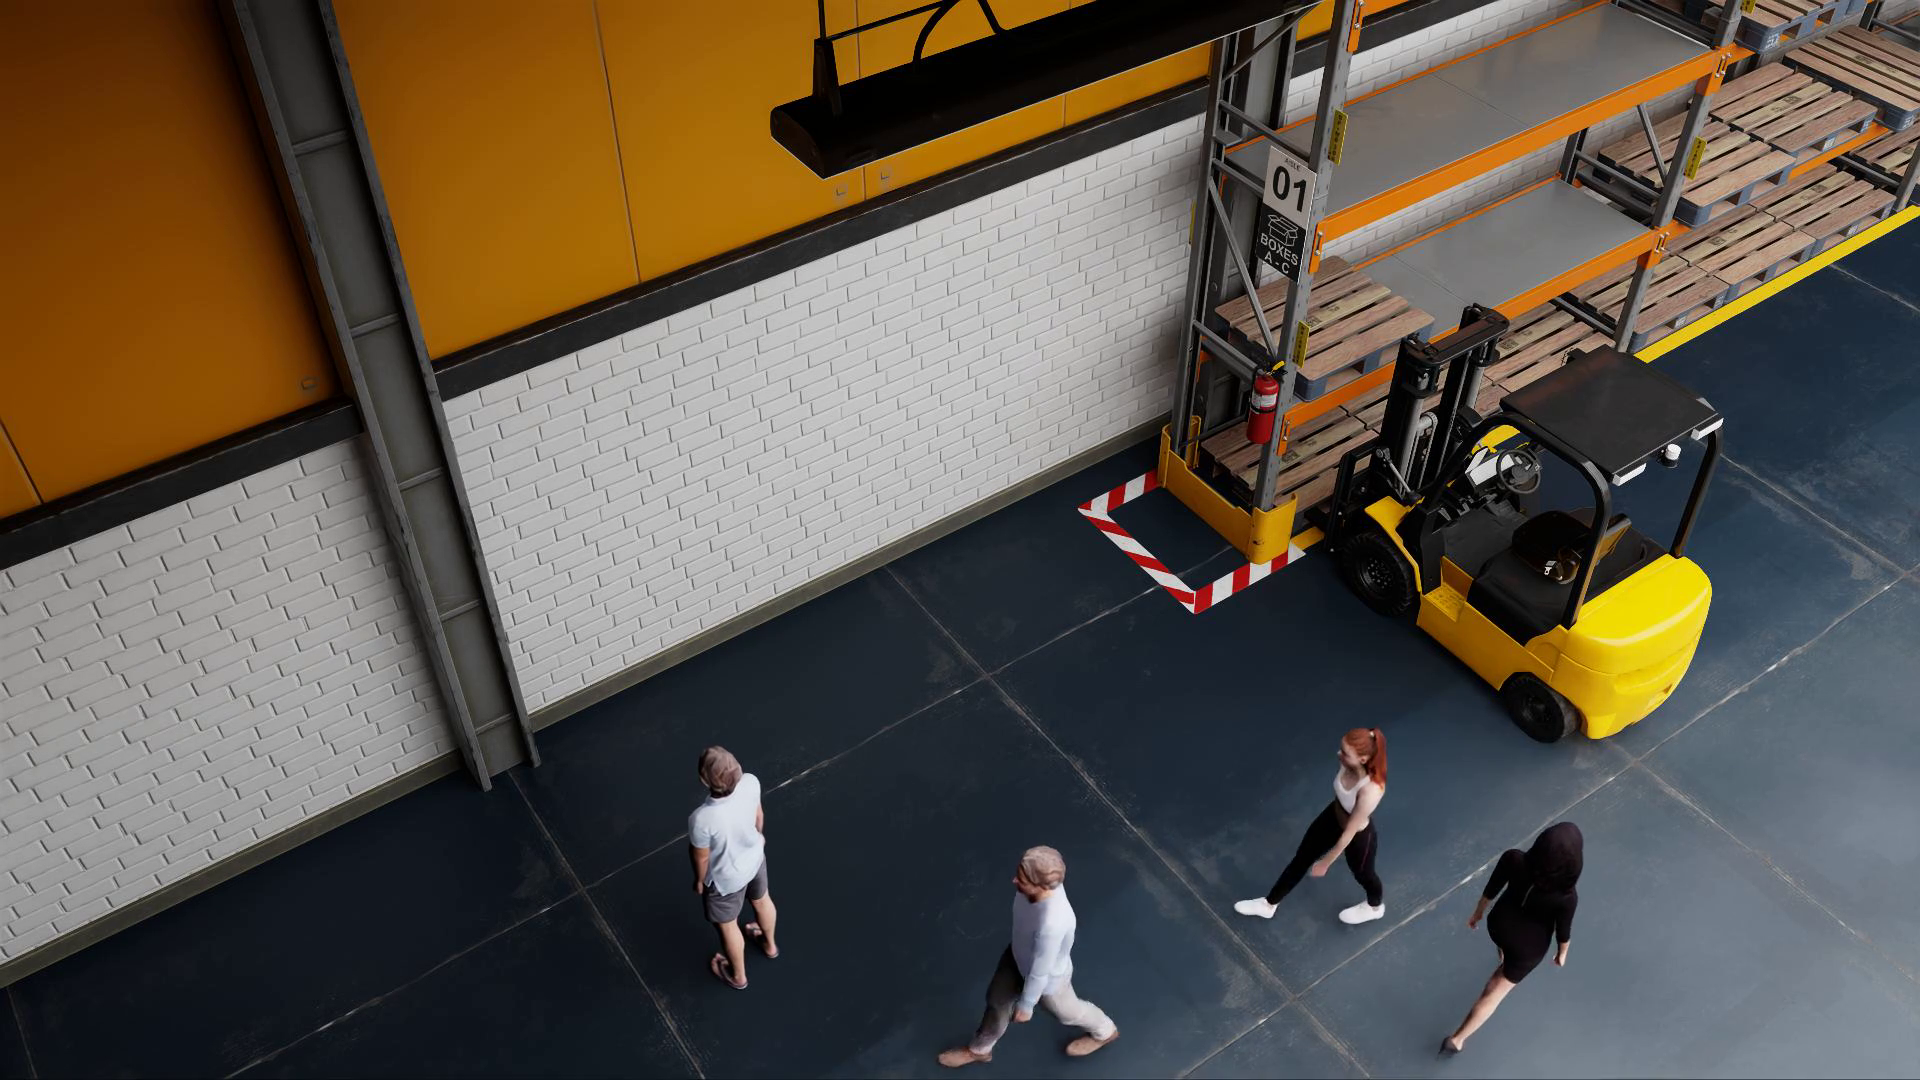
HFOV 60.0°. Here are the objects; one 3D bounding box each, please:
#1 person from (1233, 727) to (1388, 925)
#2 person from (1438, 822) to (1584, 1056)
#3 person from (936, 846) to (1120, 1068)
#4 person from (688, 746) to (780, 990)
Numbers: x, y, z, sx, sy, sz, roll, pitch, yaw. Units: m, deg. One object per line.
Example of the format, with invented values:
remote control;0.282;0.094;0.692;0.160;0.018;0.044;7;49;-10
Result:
person;2.263;1.643;9.263;1.204;1.702;0.911;-8;44;-8
person;2.839;2.145;8.695;1.111;1.758;0.661;-28;50;-27
person;0.504;2.194;8.580;1.327;1.846;0.958;-11;45;-11
person;-1.224;1.777;9.028;0.751;1.832;0.579;30;51;28
